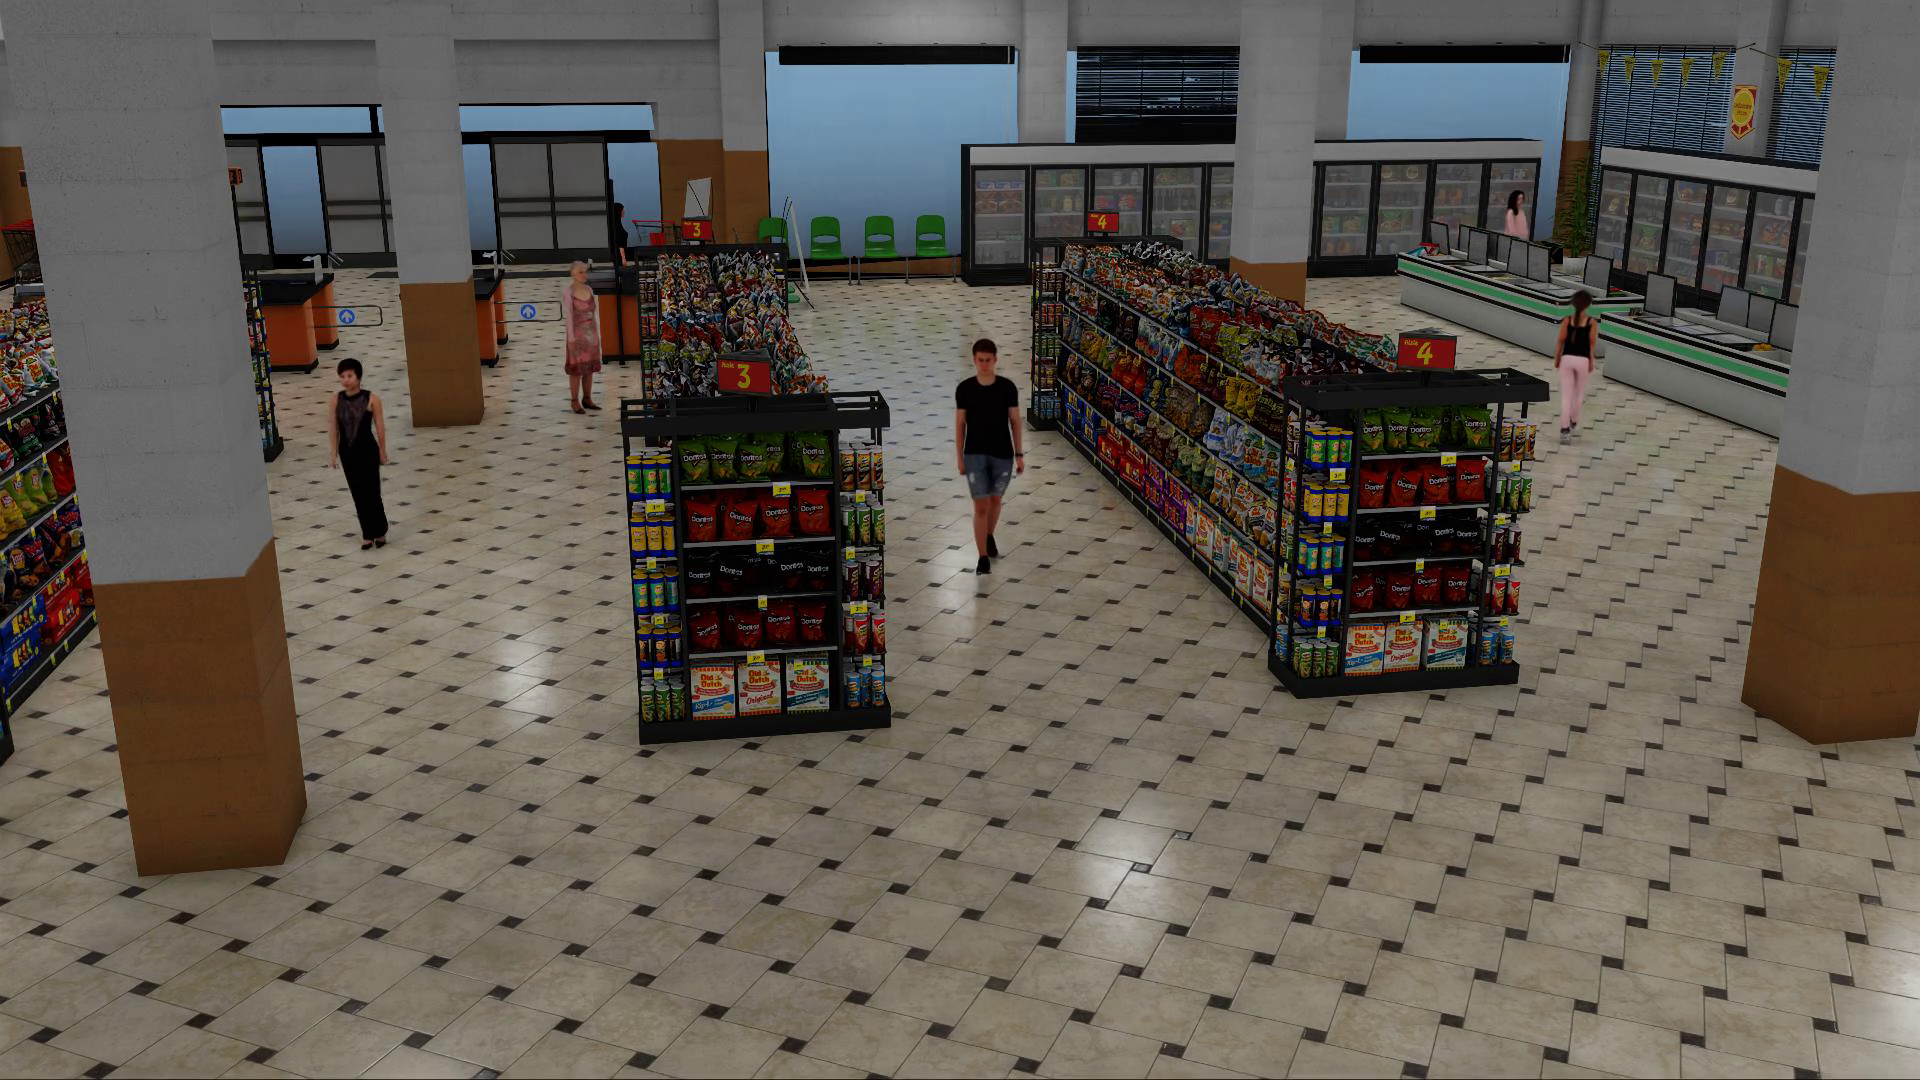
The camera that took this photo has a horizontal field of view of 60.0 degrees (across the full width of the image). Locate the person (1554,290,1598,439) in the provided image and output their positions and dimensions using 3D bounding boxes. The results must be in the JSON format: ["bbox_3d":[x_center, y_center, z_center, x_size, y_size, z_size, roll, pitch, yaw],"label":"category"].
[{"bbox_3d":[6.384,-1.792,17.277,0.833,1.525,1.093,5,18,16],"label":"person"}]

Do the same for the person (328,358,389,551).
[{"bbox_3d":[-4.873,-0.709,13.594,0.628,1.592,0.632,1,17,3],"label":"person"}]

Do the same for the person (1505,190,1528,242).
[{"bbox_3d":[8.682,-4.648,26.310,0.852,1.741,0.927,-16,23,-42],"label":"person"}]

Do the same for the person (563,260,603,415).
[{"bbox_3d":[-4.229,-2.272,18.568,0.765,1.692,0.699,10,20,31],"label":"person"}]

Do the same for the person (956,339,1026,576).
[{"bbox_3d":[0.232,-0.672,13.105,0.746,1.805,1.192,-1,17,-4],"label":"person"}]

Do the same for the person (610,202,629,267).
[{"bbox_3d":[-5.227,-4.330,25.431,0.670,1.642,0.508,-7,18,-22],"label":"person"}]
